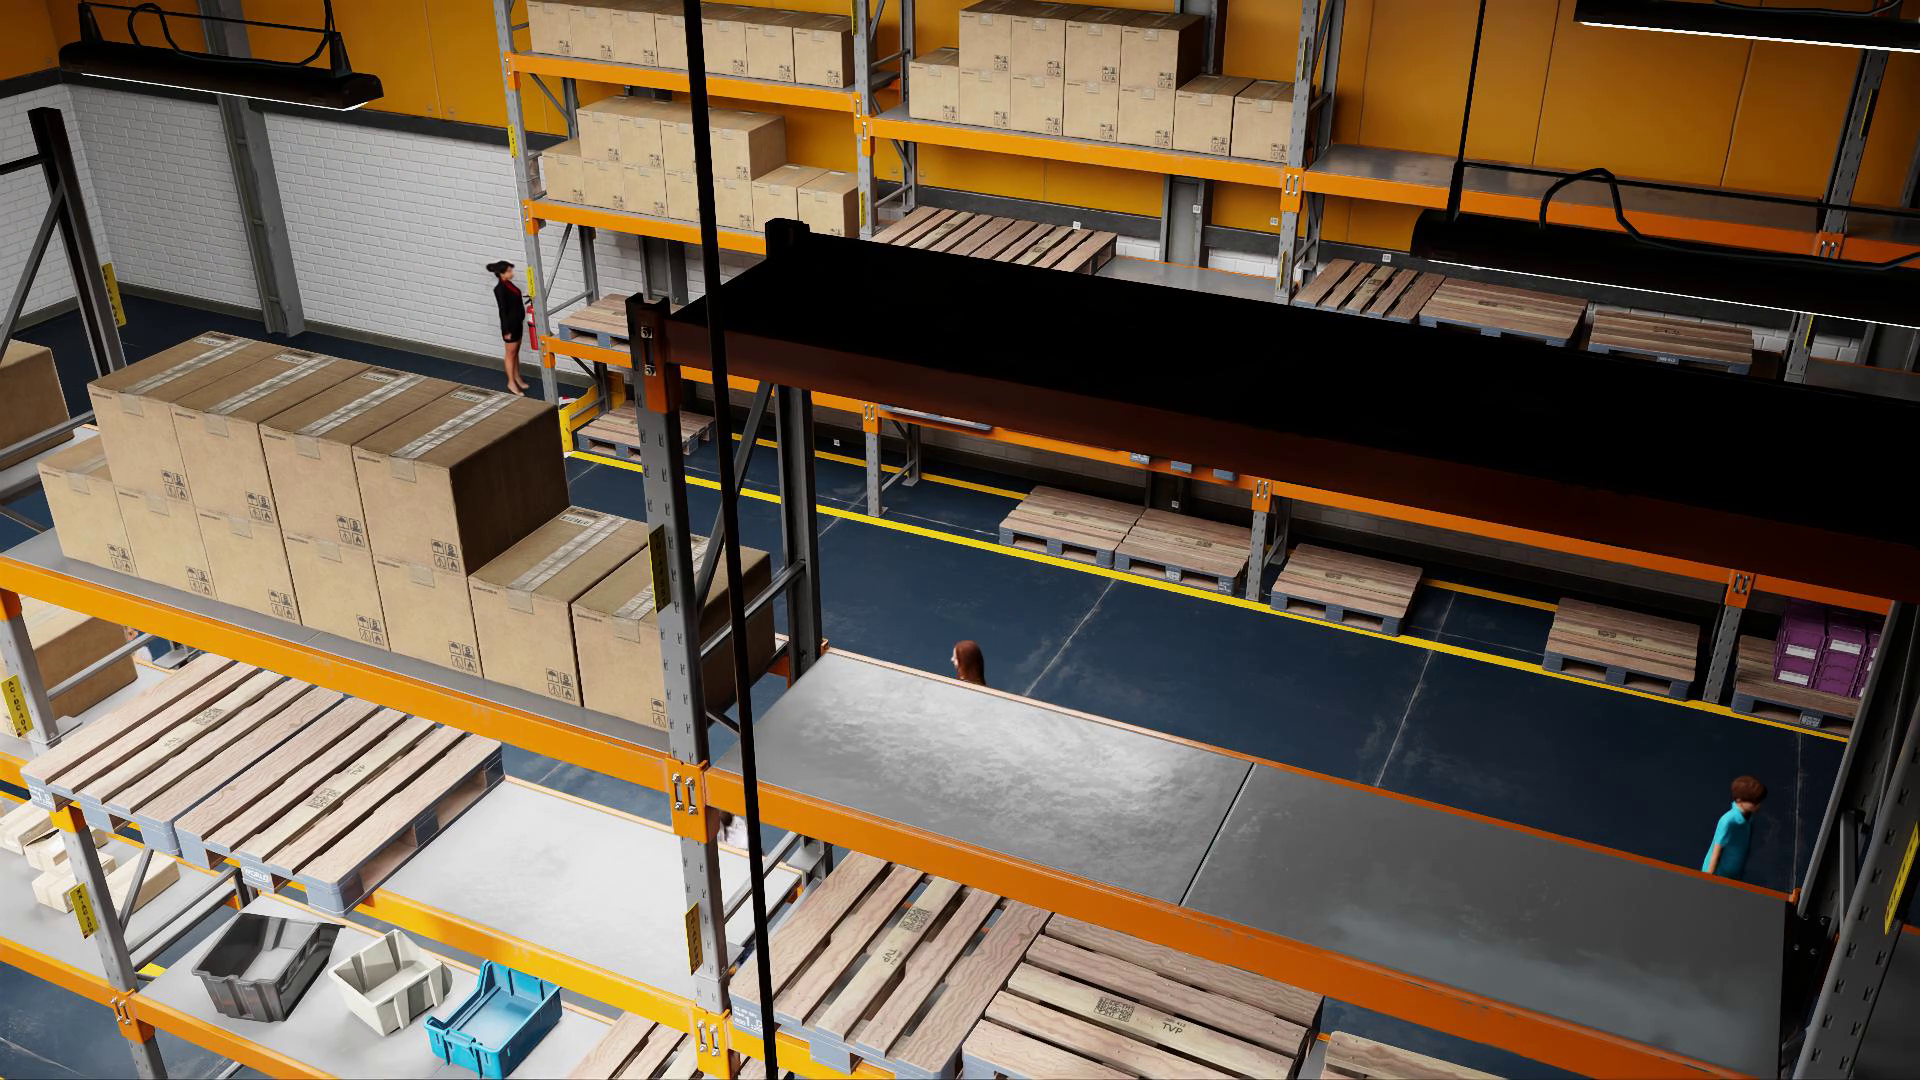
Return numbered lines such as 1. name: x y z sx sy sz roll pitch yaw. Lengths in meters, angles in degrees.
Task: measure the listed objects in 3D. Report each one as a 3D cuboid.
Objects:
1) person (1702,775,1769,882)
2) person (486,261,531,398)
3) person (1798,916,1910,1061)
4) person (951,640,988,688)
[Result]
1. person: 5.063 2.164 11.149 0.672 1.433 0.749 -18 34 -30
2. person: -5.246 -2.481 19.449 0.720 1.640 0.675 1 29 1
3. person: 5.269 2.807 9.611 0.730 1.777 0.663 6 29 11
4. person: 0.172 1.470 12.123 0.678 1.718 0.659 2 29 4
